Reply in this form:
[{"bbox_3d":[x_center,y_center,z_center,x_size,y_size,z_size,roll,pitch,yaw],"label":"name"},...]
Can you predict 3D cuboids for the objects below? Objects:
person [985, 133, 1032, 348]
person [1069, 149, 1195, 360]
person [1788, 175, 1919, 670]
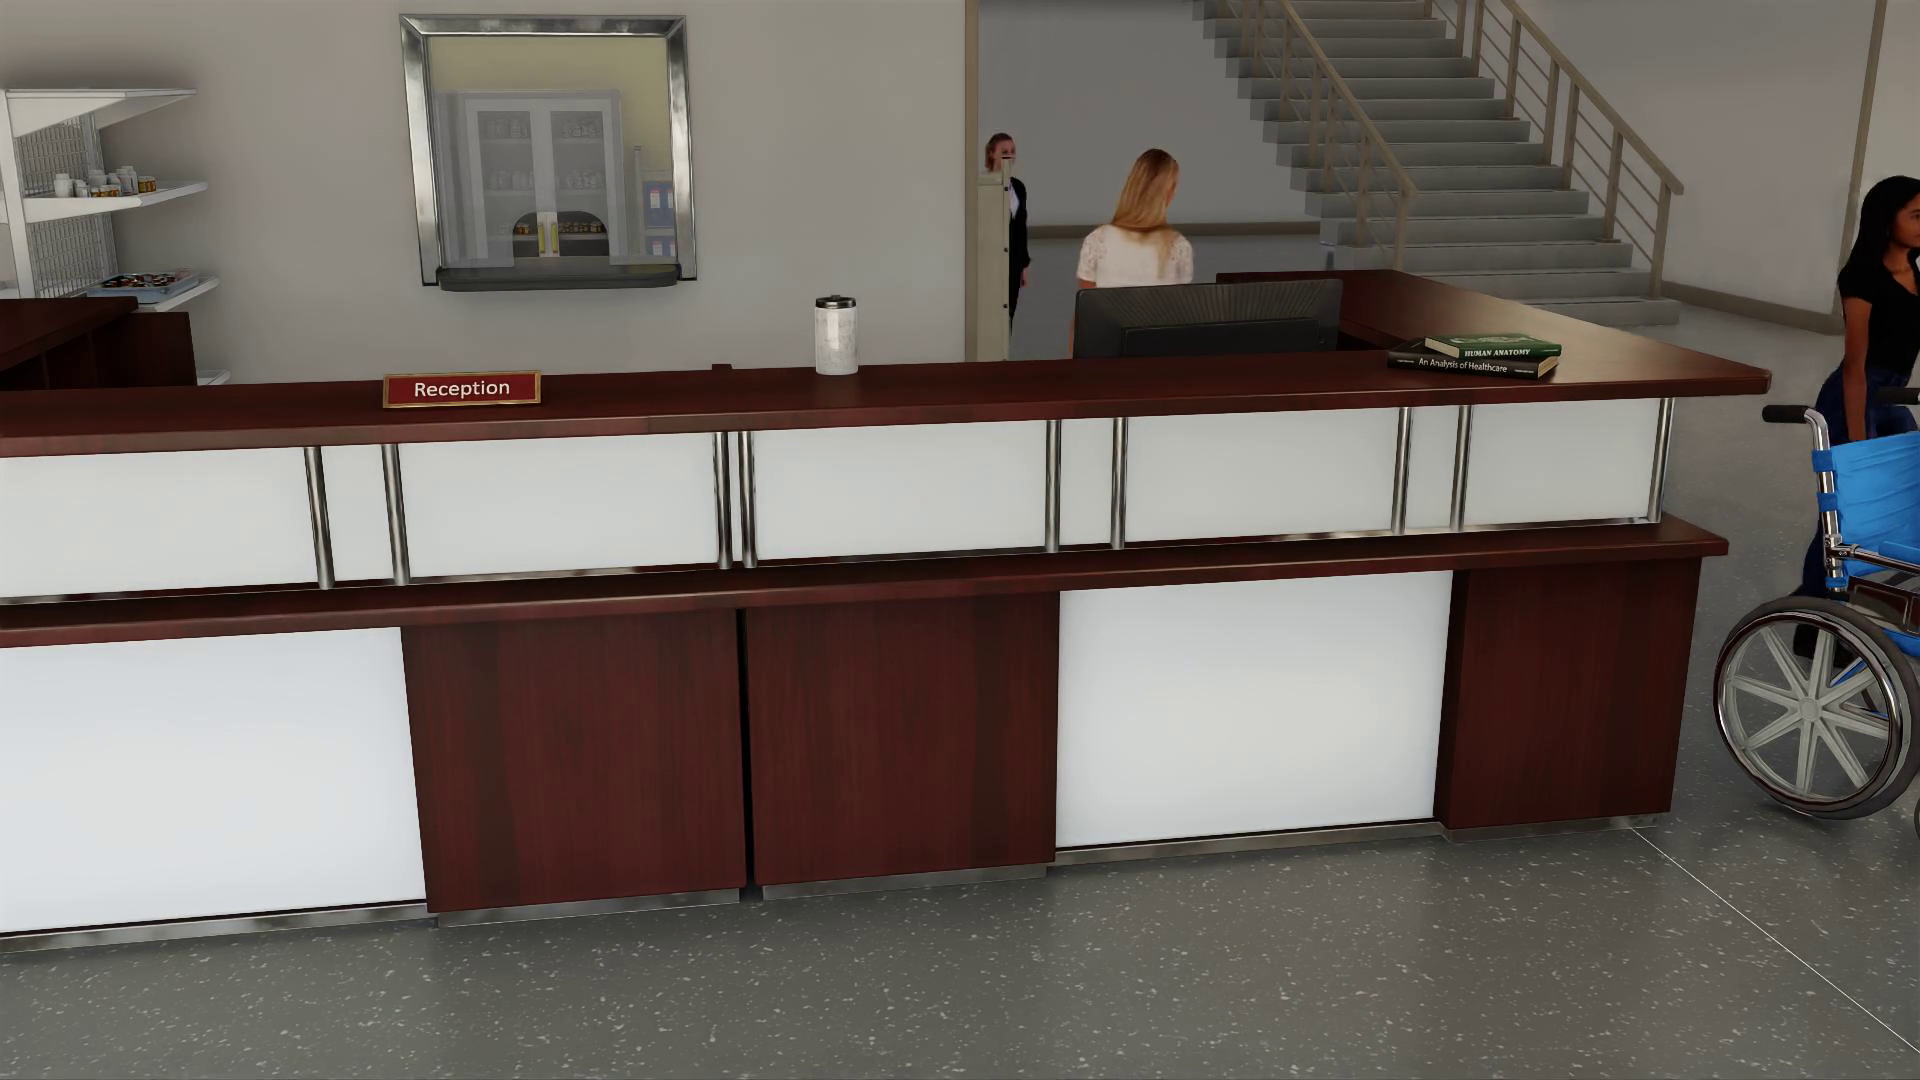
[{"bbox_3d":[0.182,-1.707,10.544,0.789,1.693,0.852,-14,21,-41],"label":"person"},{"bbox_3d":[0.633,-0.510,6.150,0.662,1.776,0.626,-6,17,-21],"label":"person"},{"bbox_3d":[3.100,-0.407,5.877,0.691,1.724,0.733,-11,19,-33],"label":"person"}]
